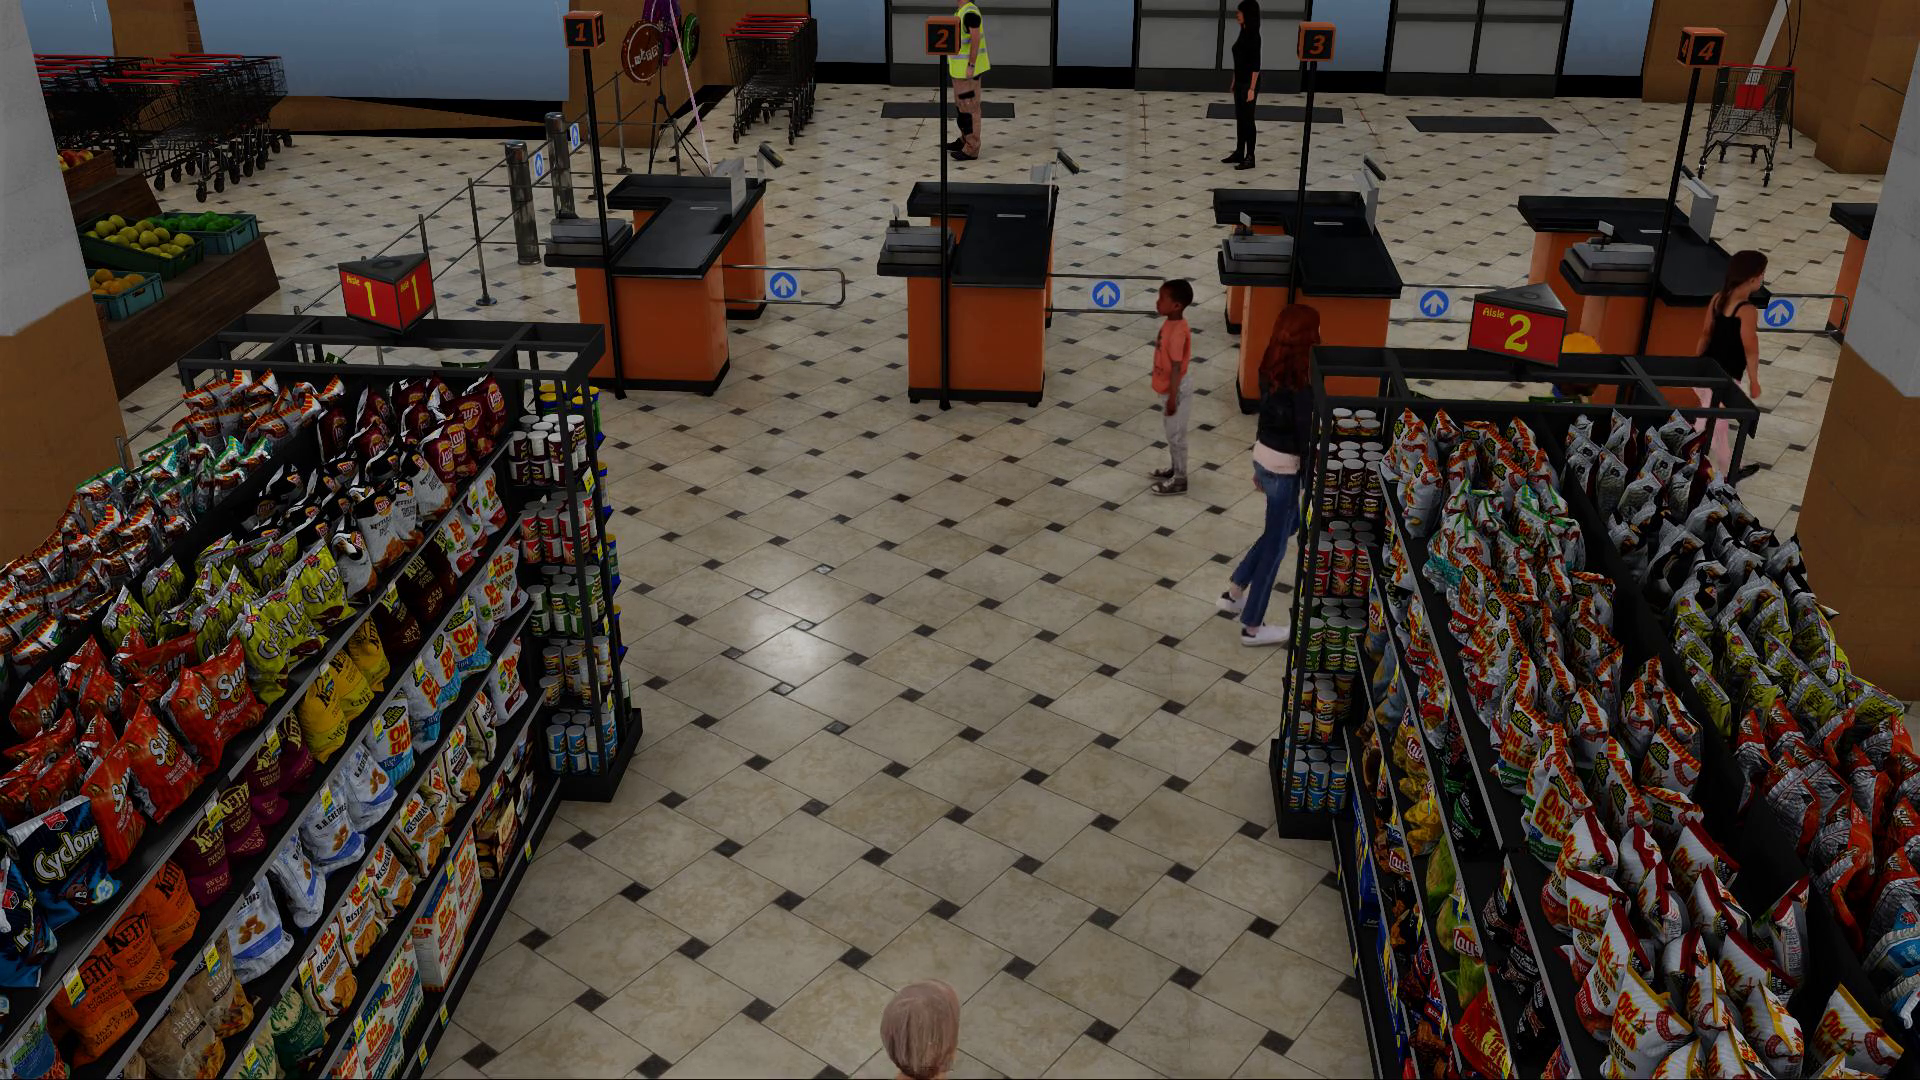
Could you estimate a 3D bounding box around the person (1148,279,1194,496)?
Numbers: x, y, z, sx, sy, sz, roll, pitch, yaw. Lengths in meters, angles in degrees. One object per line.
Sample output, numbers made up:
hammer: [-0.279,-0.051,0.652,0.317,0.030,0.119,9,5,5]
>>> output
person: [1.279,-0.913,9.832,0.548,1.305,0.409,1,27,2]

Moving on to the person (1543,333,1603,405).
person: [2.625,-0.124,7.725,0.862,1.804,0.777,17,31,30]

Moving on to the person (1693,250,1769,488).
person: [4.277,-0.884,9.526,0.758,1.530,0.933,-5,27,-10]

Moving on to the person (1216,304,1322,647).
person: [1.460,-0.275,8.051,0.738,1.777,0.673,-5,27,-9]

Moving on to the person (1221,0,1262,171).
person: [2.876,-4.568,16.667,0.717,1.641,0.576,-8,28,-15]

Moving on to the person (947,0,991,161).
person: [0.049,-4.834,16.968,0.839,1.844,0.726,-5,27,-9]
